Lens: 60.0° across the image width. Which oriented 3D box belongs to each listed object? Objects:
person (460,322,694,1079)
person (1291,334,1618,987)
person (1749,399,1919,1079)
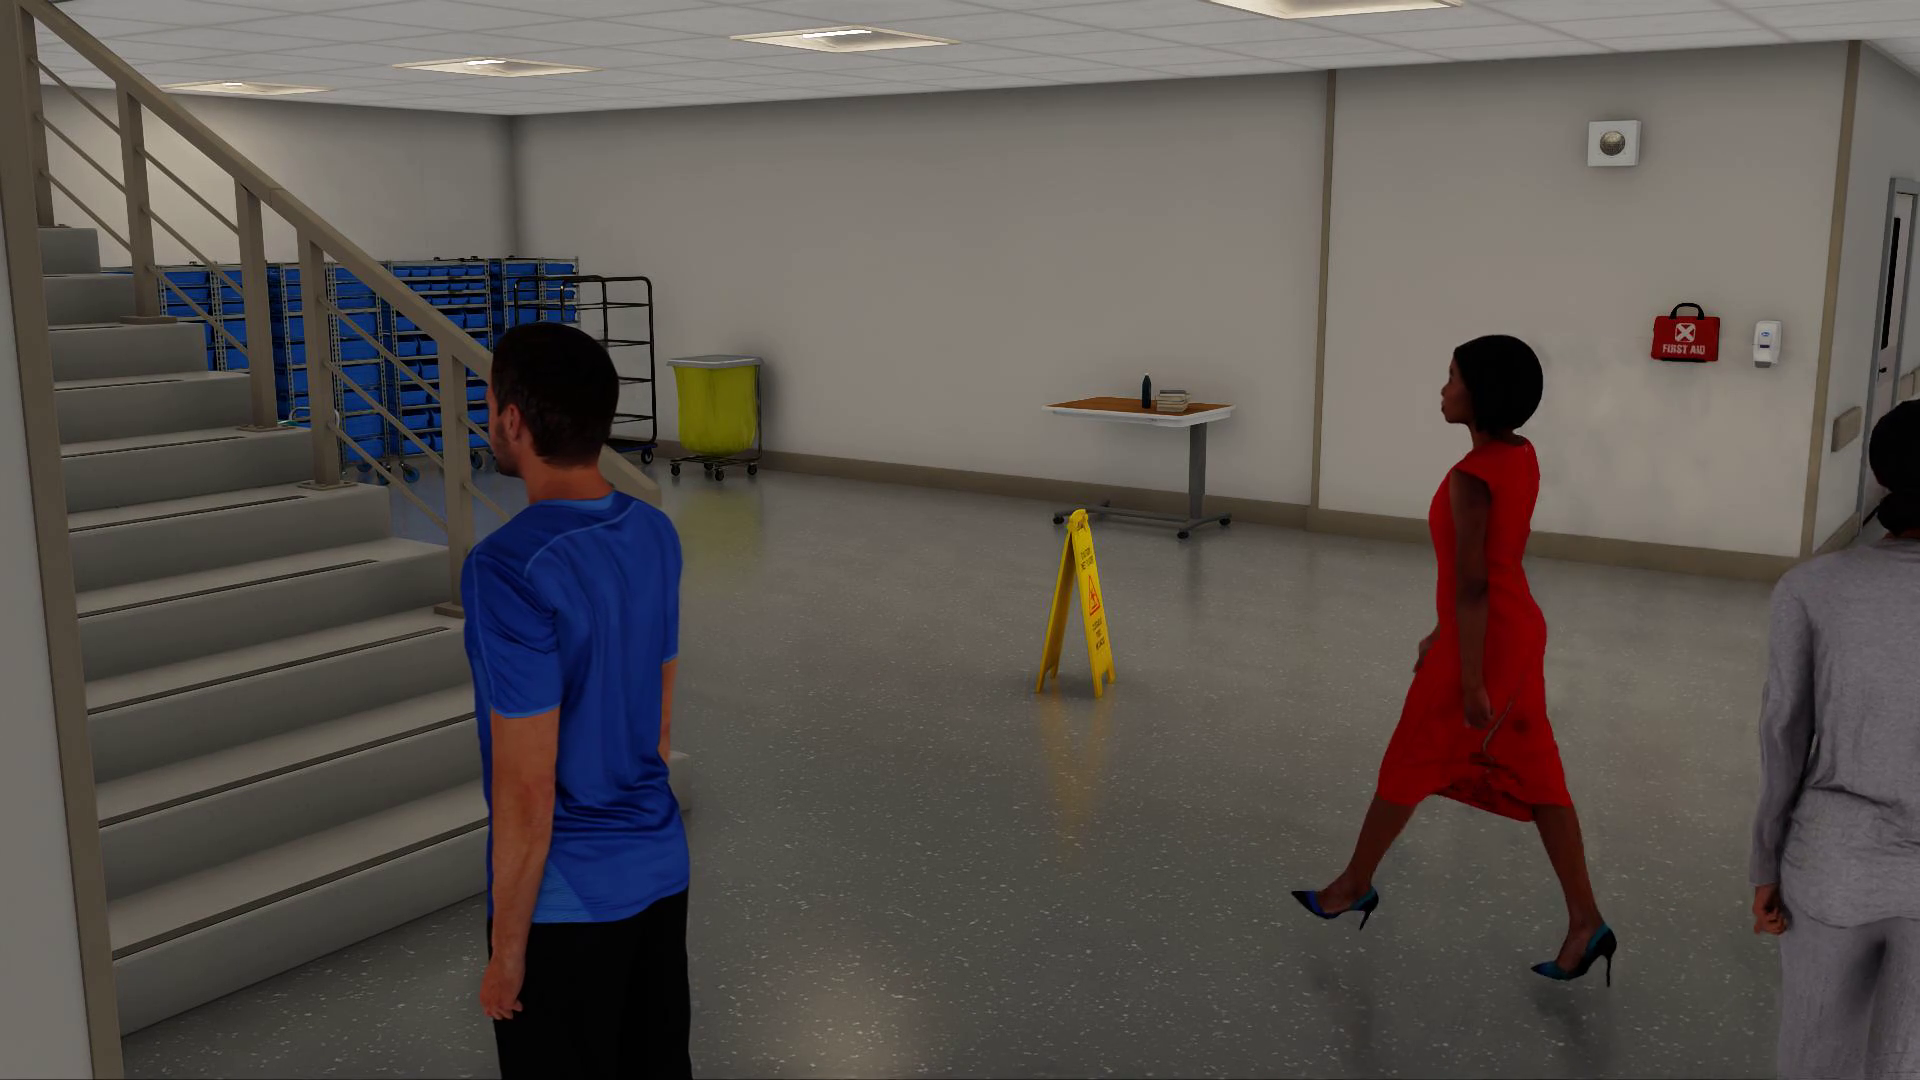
[{"bbox_3d":[-0.601,0.581,2.730,0.606,1.866,0.651,5,12,24],"label":"person"},{"bbox_3d":[1.464,0.358,4.357,1.108,1.698,0.624,9,14,38],"label":"person"},{"bbox_3d":[1.615,0.629,2.893,0.924,1.713,0.786,10,15,42],"label":"person"}]
